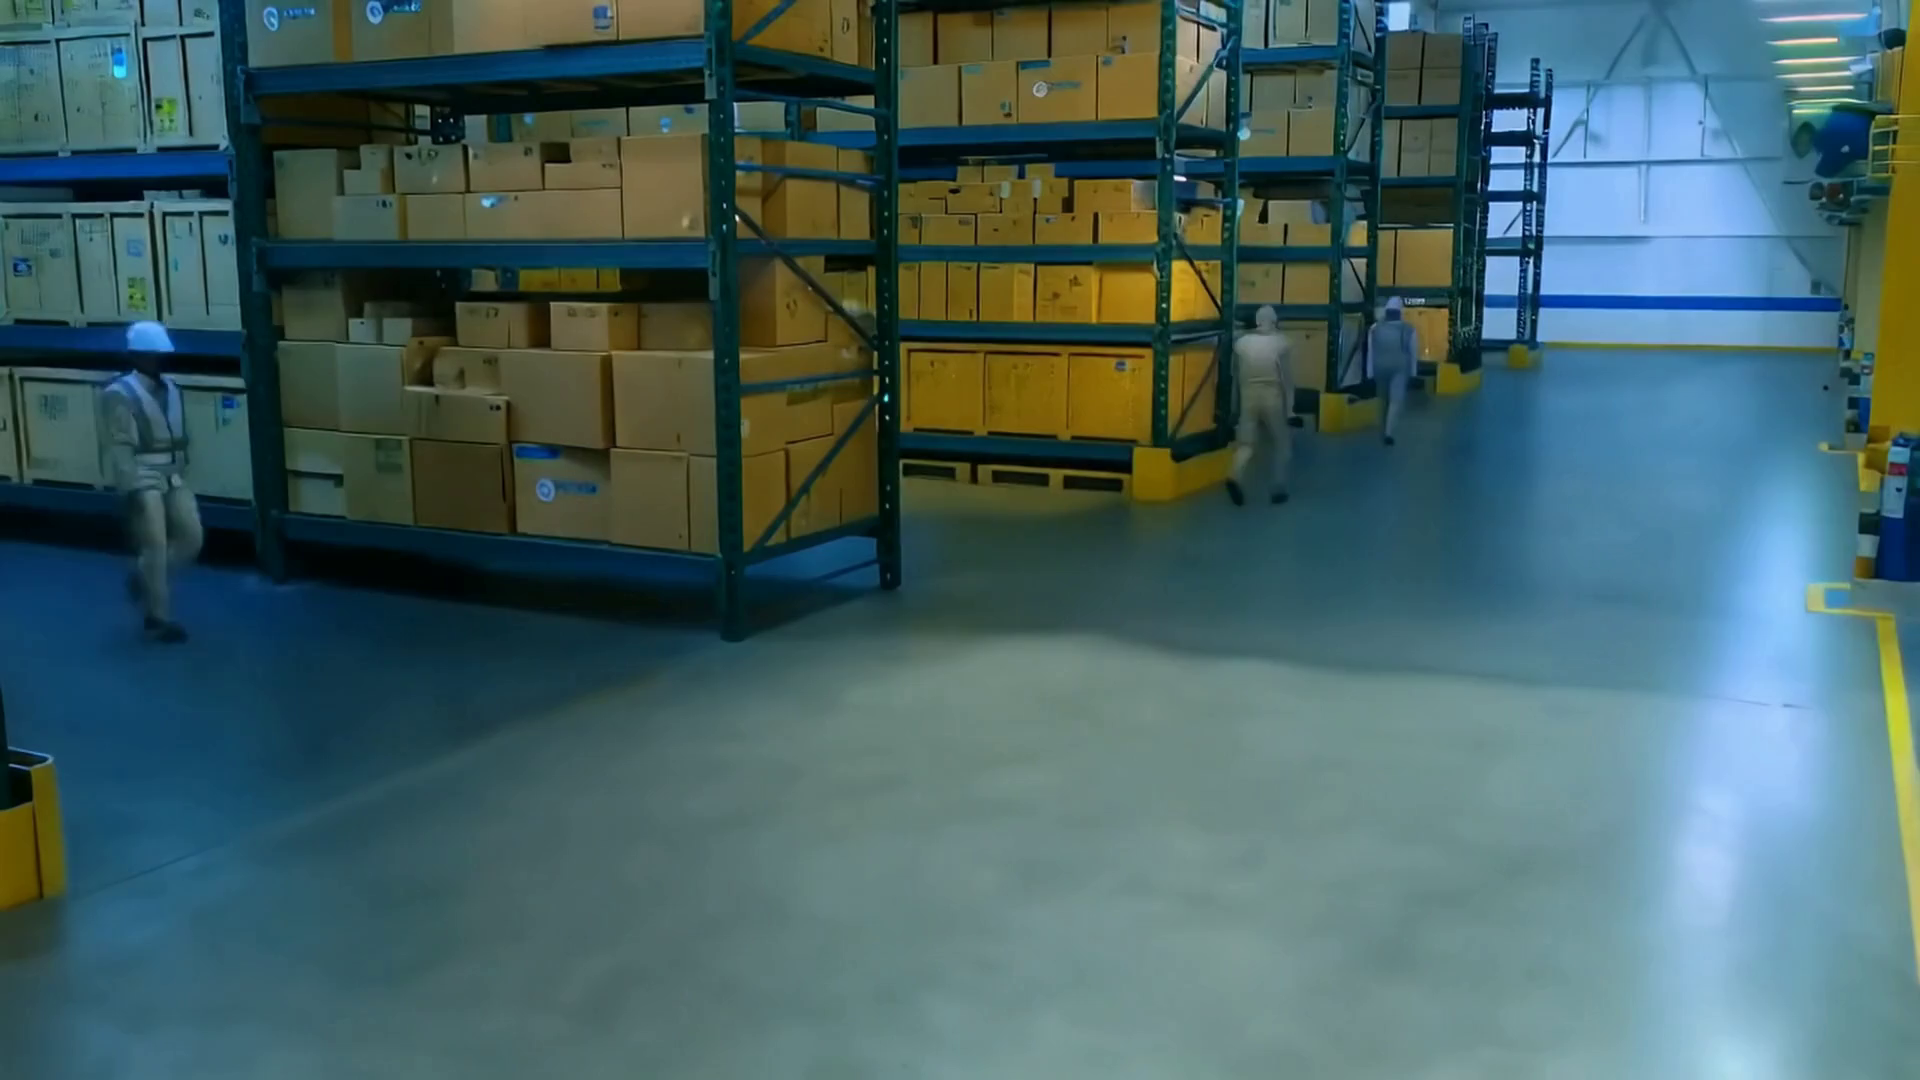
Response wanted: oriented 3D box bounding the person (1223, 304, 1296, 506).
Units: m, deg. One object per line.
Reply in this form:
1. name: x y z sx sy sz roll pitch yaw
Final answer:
1. person: 2.754 -1.236 15.346 0.643 1.872 0.825 6 12 33

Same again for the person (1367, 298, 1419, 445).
1. person: 5.333 -2.079 20.463 0.593 1.778 0.969 5 11 26

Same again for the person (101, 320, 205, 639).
1. person: -4.889 -0.356 10.046 0.483 1.932 0.614 3 10 19

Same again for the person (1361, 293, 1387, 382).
1. person: 6.123 -2.801 24.764 0.580 1.733 0.417 -5 11 -28

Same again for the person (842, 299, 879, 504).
1. person: -1.095 -1.270 15.400 0.725 1.916 0.560 2 10 12

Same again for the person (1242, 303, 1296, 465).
1. person: 3.317 -1.683 18.130 0.847 1.804 0.631 8 12 38
